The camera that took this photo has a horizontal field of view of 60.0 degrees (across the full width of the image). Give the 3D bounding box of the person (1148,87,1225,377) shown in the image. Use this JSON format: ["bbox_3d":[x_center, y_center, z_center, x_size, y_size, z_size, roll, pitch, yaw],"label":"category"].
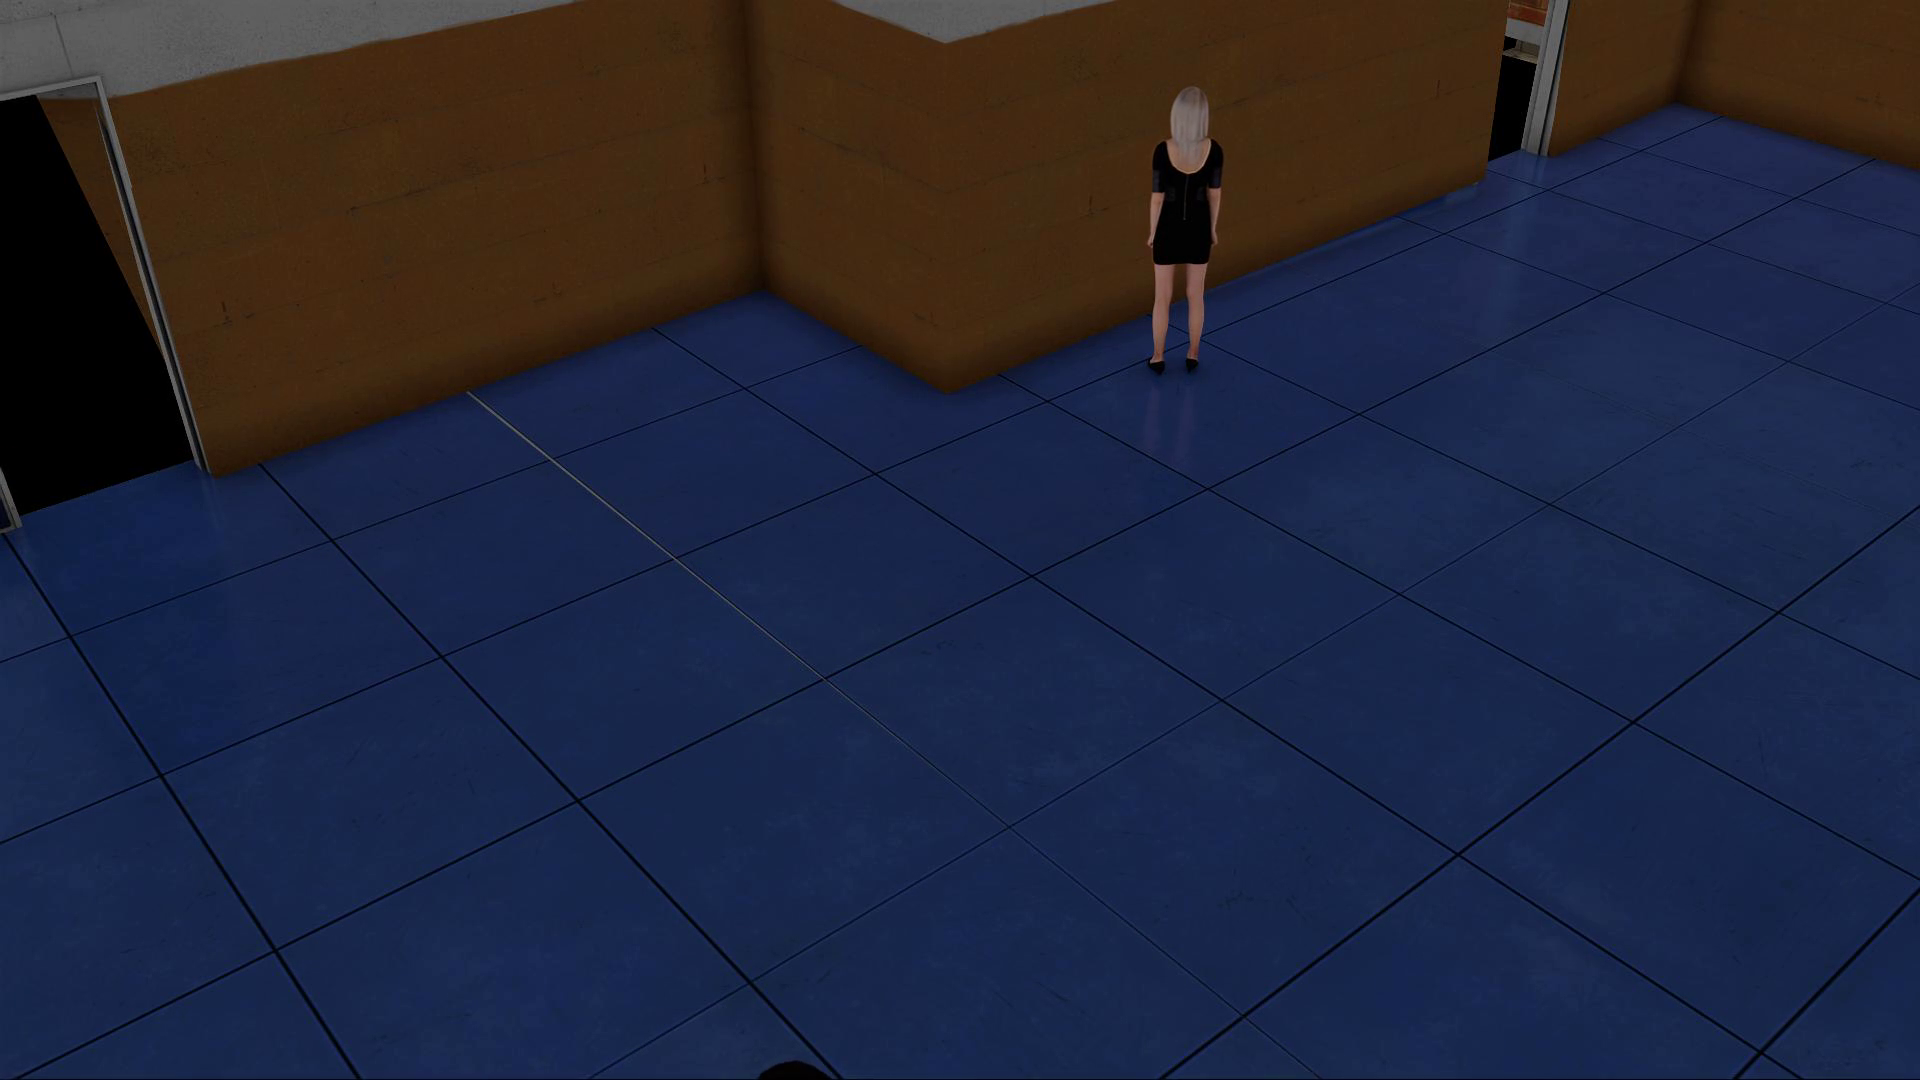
[{"bbox_3d":[1.349,-1.851,10.064,0.655,1.830,0.691,-1,34,-1],"label":"person"}]

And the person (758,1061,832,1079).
[{"bbox_3d":[-0.430,1.993,4.343,0.548,1.766,0.701,23,40,31],"label":"person"}]
